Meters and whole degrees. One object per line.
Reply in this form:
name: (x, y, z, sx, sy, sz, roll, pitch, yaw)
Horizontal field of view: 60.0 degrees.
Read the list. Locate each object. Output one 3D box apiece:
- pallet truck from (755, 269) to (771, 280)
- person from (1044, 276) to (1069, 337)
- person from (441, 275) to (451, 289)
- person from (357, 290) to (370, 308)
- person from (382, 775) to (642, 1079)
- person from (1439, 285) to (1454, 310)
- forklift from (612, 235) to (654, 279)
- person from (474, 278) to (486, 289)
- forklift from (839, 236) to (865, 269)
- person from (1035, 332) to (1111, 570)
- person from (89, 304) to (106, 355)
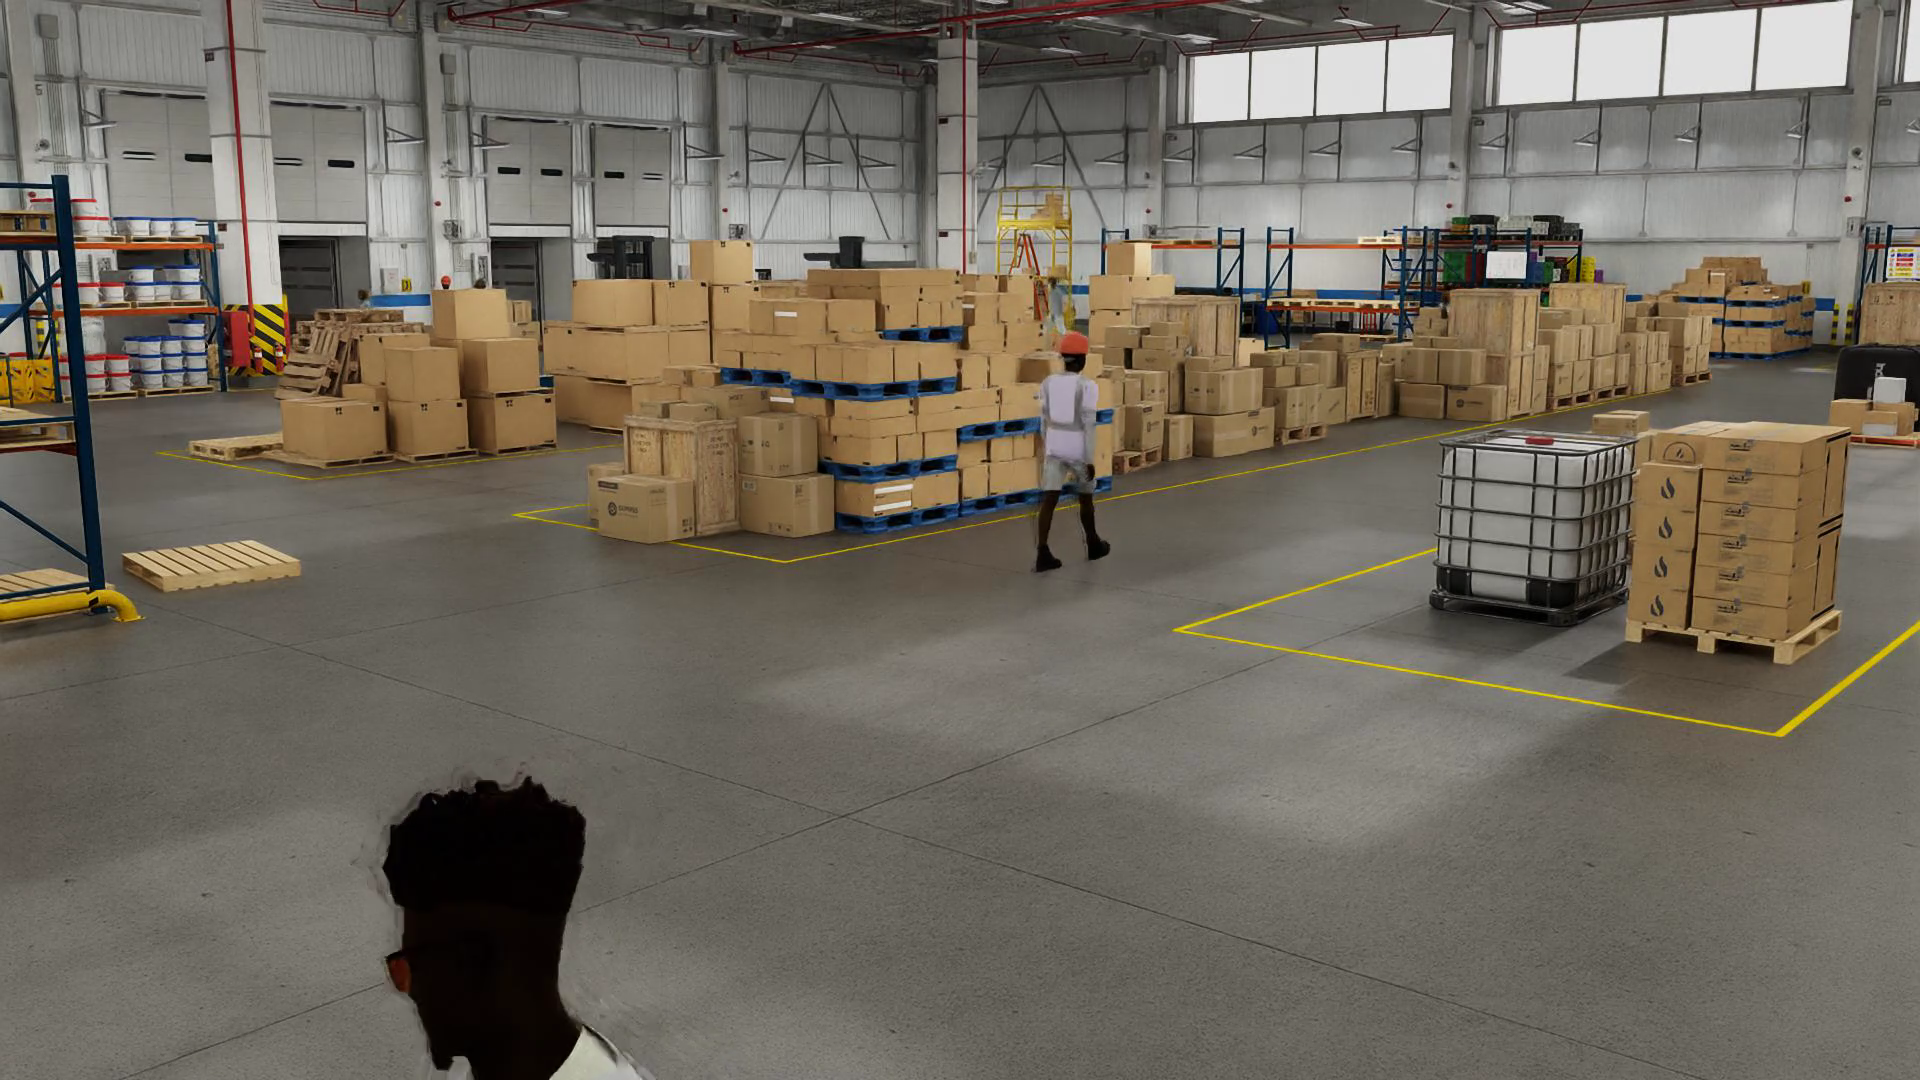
pallet truck: (-4.996, -6.432, 45.525, 1.885, 1.965, 0.823, -6, 12, -32)
person: (2.335, -5.390, 39.936, 1.011, 1.895, 0.637, -5, 11, -24)
person: (-11.686, -5.056, 37.894, 0.543, 1.928, 0.373, -7, 12, -35)
person: (-13.408, -4.865, 37.670, 0.664, 1.617, 0.518, -5, 11, -27)
person: (-0.490, 1.256, 1.990, 0.429, 1.918, 0.725, -6, 11, -29)
person: (9.074, -3.817, 31.039, 0.977, 1.851, 0.623, -1, 10, -5)
forklift: (-7.300, -5.450, 37.421, 1.873, 2.768, 1.129, 8, 13, 40)
person: (-10.114, -4.585, 35.225, 0.644, 1.916, 0.597, -3, 11, -19)
forklift: (-2.565, -5.836, 39.619, 1.873, 2.768, 1.129, 2, 10, 14)
person: (0.892, -0.720, 13.330, 0.561, 1.884, 0.980, 7, 12, 35)
person: (-17.386, -4.258, 33.540, 0.735, 1.860, 0.610, -8, 13, -38)
